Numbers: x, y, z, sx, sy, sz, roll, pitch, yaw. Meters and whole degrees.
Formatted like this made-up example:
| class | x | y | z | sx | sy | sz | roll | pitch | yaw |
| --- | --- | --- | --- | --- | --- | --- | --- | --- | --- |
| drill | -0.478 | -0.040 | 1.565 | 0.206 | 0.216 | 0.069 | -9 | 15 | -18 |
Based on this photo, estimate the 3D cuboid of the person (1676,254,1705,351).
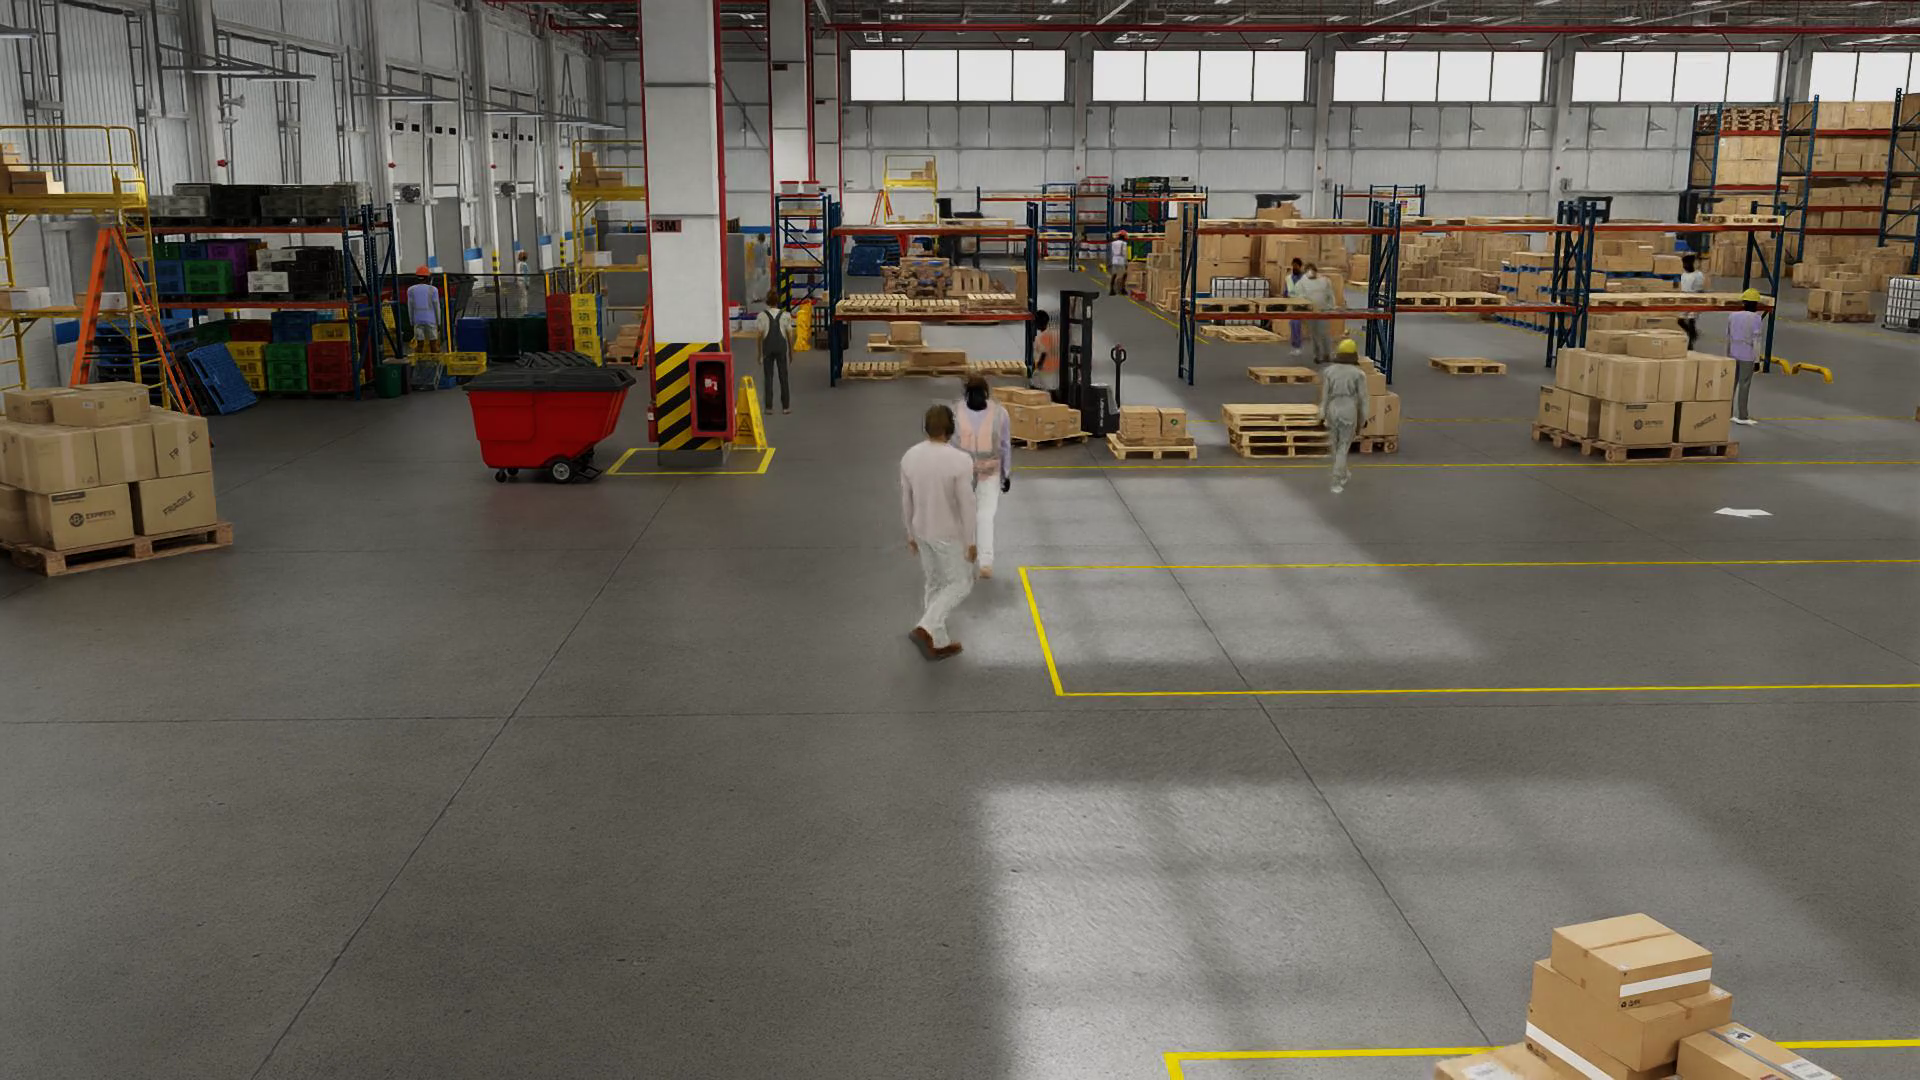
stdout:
| class | x | y | z | sx | sy | sz | roll | pitch | yaw |
| --- | --- | --- | --- | --- | --- | --- | --- | --- | --- |
| person | 14.649 | -4.756 | 33.326 | 0.464 | 1.940 | 0.646 | -5 | 13 | -21 |

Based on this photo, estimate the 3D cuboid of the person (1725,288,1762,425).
| class | x | y | z | sx | sy | sz | roll | pitch | yaw |
| --- | --- | --- | --- | --- | --- | --- | --- | --- | --- |
| person | 11.150 | -2.608 | 23.665 | 0.371 | 1.929 | 0.584 | -5 | 13 | -21 |

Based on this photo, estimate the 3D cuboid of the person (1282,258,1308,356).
| class | x | y | z | sx | sy | sz | roll | pitch | yaw |
| --- | --- | --- | --- | --- | --- | --- | --- | --- | --- |
| person | 6.527 | -4.542 | 32.467 | 0.612 | 1.897 | 0.608 | 11 | 17 | 41 |

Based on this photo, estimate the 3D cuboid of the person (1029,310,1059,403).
| class | x | y | z | sx | sy | sz | roll | pitch | yaw |
| --- | --- | --- | --- | --- | --- | --- | --- | --- | --- |
| person | 1.071 | -2.377 | 23.245 | 0.815 | 1.657 | 0.532 | -3 | 13 | -15 |

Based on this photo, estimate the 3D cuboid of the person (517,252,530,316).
| class | x | y | z | sx | sy | sz | roll | pitch | yaw |
| --- | --- | --- | --- | --- | --- | --- | --- | --- | --- |
| person | -10.690 | -6.237 | 40.730 | 0.314 | 1.634 | 0.515 | -7 | 14 | -30 |

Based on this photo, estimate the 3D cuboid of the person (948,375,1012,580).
| class | x | y | z | sx | sy | sz | roll | pitch | yaw |
| --- | --- | --- | --- | --- | --- | --- | --- | --- | --- |
| person | 0.136 | -0.579 | 14.832 | 0.646 | 1.788 | 1.003 | 0 | 12 | 1 |

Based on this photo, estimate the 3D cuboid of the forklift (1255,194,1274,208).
| class | x | y | z | sx | sy | sz | roll | pitch | yaw |
| --- | --- | --- | --- | --- | --- | --- | --- | --- | --- |
| forklift | 9.979 | -9.959 | 54.685 | 1.873 | 2.768 | 1.129 | 7 | 14 | 27 |

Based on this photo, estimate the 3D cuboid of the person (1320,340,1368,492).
| class | x | y | z | sx | sy | sz | roll | pitch | yaw |
| --- | --- | --- | --- | --- | --- | --- | --- | --- | --- |
| person | 4.349 | -1.410 | 18.794 | 0.506 | 1.691 | 0.921 | 8 | 15 | 32 |

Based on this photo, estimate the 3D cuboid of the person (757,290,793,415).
| class | x | y | z | sx | sy | sz | roll | pitch | yaw |
| --- | --- | --- | --- | --- | --- | --- | --- | --- | --- |
| person | -2.735 | -2.768 | 24.580 | 0.517 | 1.842 | 0.327 | -2 | 13 | -11 |

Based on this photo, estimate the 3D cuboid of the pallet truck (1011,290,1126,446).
| class | x | y | z | sx | sy | sz | roll | pitch | yaw |
| --- | --- | --- | --- | --- | --- | --- | --- | --- | --- |
| pallet truck | 1.257 | -2.299 | 22.111 | 1.885 | 1.965 | 0.823 | -9 | 15 | -35 |

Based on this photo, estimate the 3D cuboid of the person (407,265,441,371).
| class | x | y | z | sx | sy | sz | roll | pitch | yaw |
| --- | --- | --- | --- | --- | --- | --- | --- | --- | --- |
| person | -9.409 | -3.856 | 29.278 | 0.552 | 1.935 | 0.374 | -1 | 13 | -3 |

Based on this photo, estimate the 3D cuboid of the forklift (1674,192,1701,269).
| class | x | y | z | sx | sy | sz | roll | pitch | yaw |
| --- | --- | --- | --- | --- | --- | --- | --- | --- | --- |
| forklift | 26.311 | -11.212 | 60.344 | 1.873 | 2.768 | 1.129 | 0 | 12 | -2 |

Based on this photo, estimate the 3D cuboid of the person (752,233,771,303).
| class | x | y | z | sx | sy | sz | roll | pitch | yaw |
| --- | --- | --- | --- | --- | --- | --- | --- | --- | --- |
| person | -5.349 | -7.460 | 45.621 | 0.945 | 1.897 | 0.664 | -10 | 16 | -37 |

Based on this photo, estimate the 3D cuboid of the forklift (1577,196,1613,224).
| class | x | y | z | sx | sy | sz | roll | pitch | yaw |
| --- | --- | --- | --- | --- | --- | --- | --- | --- | --- |
| forklift | 19.038 | -8.940 | 50.086 | 1.129 | 2.768 | 1.873 | 0 | 12 | -2 |

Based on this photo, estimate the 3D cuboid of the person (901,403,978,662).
| class | x | y | z | sx | sy | sz | roll | pitch | yaw |
| --- | --- | --- | --- | --- | --- | --- | --- | --- | --- |
| person | -0.177 | -0.026 | 12.024 | 0.641 | 1.921 | 0.595 | 10 | 16 | 39 |

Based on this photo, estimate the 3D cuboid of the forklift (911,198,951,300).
| class | x | y | z | sx | sy | sz | roll | pitch | yaw |
| --- | --- | --- | --- | --- | --- | --- | --- | --- | --- |
| forklift | -0.446 | -8.178 | 46.646 | 1.873 | 2.768 | 1.129 | 0 | 12 | -2 |

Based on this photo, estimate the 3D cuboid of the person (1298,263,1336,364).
| class | x | y | z | sx | sy | sz | roll | pitch | yaw |
| --- | --- | --- | --- | --- | --- | --- | --- | --- | --- |
| person | 6.657 | -4.224 | 31.061 | 0.721 | 1.888 | 0.542 | 3 | 13 | 12 |

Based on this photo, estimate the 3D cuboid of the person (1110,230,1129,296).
| class | x | y | z | sx | sy | sz | roll | pitch | yaw |
| --- | --- | --- | --- | --- | --- | --- | --- | --- | --- |
| person | 4.688 | -8.065 | 48.358 | 0.644 | 1.895 | 0.772 | 11 | 17 | 42 |
